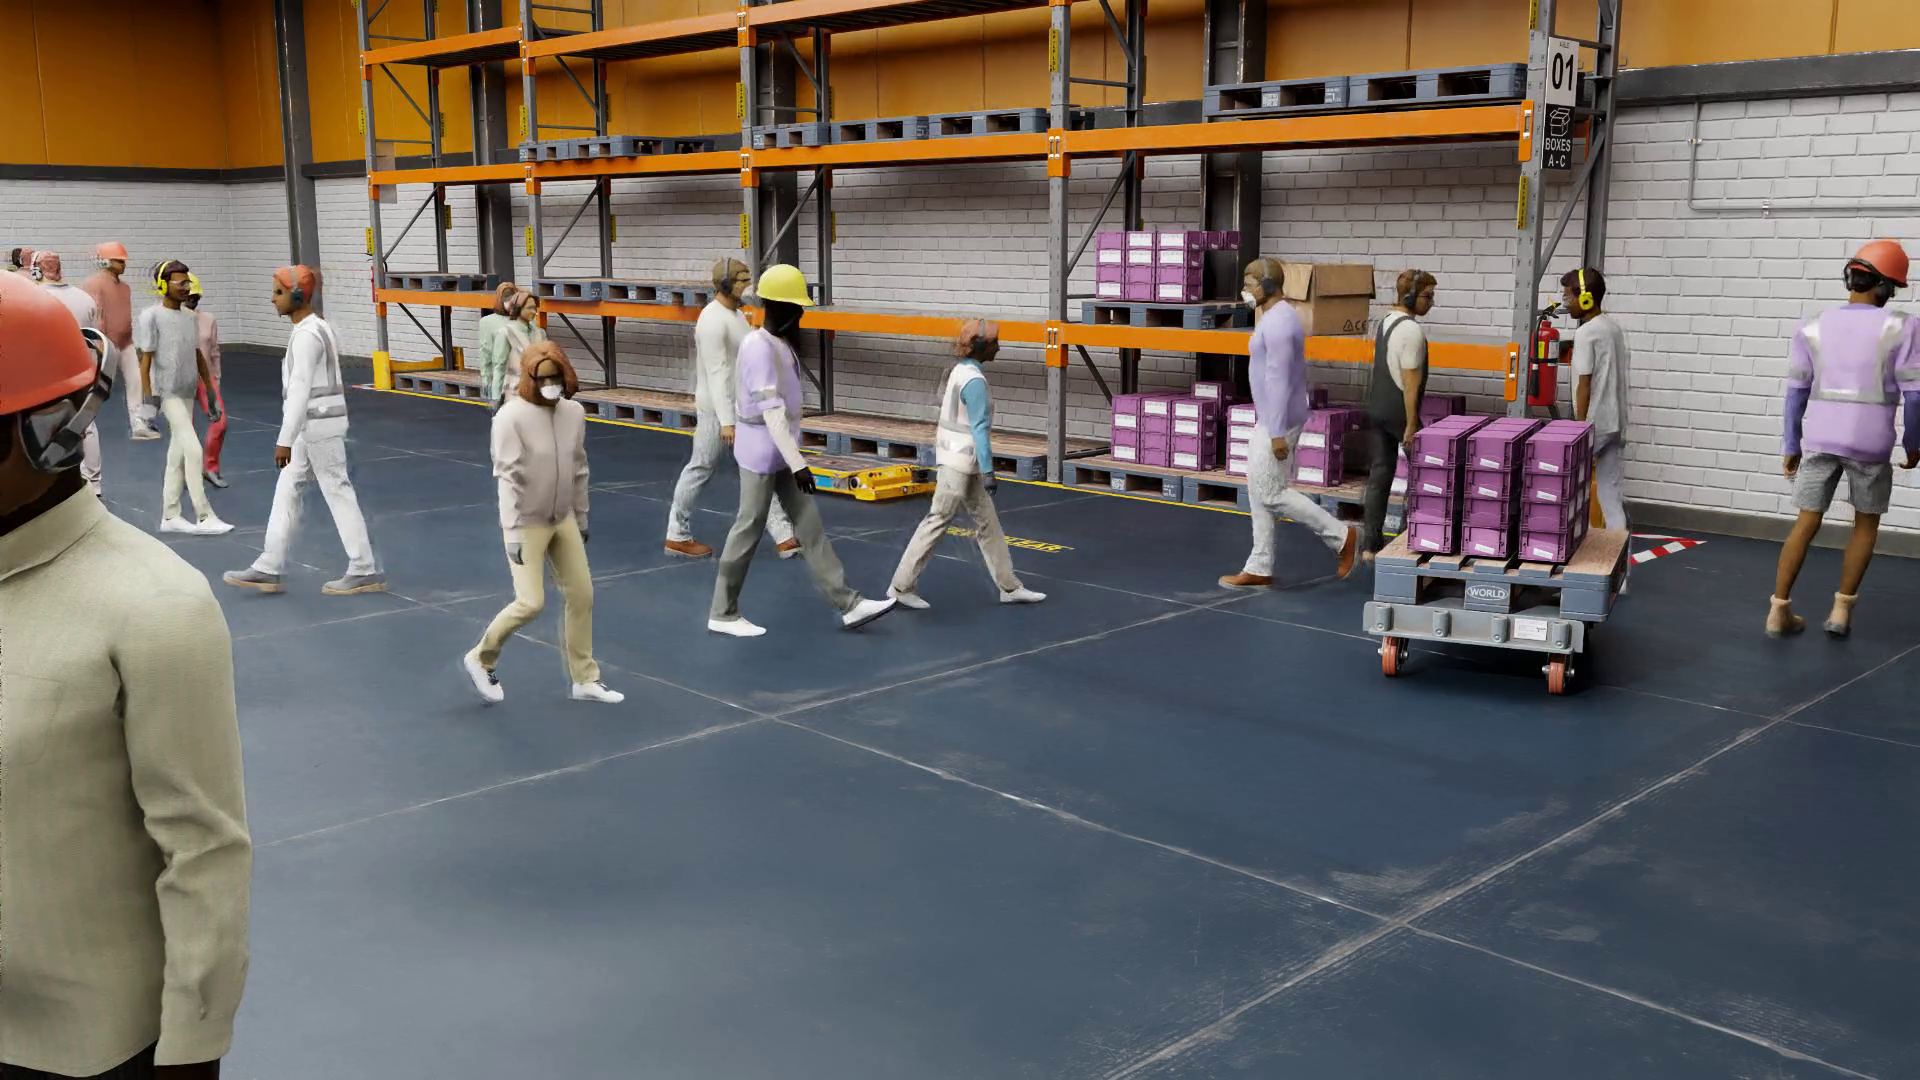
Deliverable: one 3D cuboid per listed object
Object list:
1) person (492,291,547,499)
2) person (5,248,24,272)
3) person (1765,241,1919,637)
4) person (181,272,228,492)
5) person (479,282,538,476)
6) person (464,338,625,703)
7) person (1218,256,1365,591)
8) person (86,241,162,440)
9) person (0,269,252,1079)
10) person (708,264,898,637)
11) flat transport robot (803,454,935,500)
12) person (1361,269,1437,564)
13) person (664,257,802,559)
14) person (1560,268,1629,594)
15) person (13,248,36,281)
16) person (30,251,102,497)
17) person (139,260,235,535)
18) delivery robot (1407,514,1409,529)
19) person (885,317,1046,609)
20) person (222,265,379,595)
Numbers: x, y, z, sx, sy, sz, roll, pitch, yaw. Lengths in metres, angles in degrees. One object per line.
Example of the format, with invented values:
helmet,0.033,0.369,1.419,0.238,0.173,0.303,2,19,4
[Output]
person,-3.190,-1.055,12.470,0.851,1.593,0.543,5,11,24
person,-13.978,-3.440,24.878,0.481,1.826,0.658,-2,11,-11
person,4.431,-0.471,8.271,0.574,1.990,0.651,-9,14,-41
person,-6.033,-1.233,13.105,0.428,1.740,0.521,8,13,37
person,-3.795,-1.358,14.059,0.507,1.631,0.265,-6,12,-29
person,-1.824,-0.065,7.083,0.559,1.598,0.550,6,12,31
person,1.887,-0.637,9.381,0.750,1.906,0.667,2,11,11
person,-8.422,-1.951,16.398,0.838,1.967,0.623,2,11,11
person,-1.217,0.629,2.264,0.609,1.986,0.392,6,12,29
person,-0.841,-0.416,8.270,0.972,1.864,0.595,2,11,11
flat transport robot,-0.938,-0.517,13.190,1.431,0.197,0.652,10,14,42
person,2.767,-0.730,10.158,0.635,1.815,0.509,-3,11,-16
person,-1.401,-0.796,10.307,1.045,1.883,0.648,2,11,11
person,3.594,-0.606,9.399,0.656,1.835,0.504,-10,14,-43
person,-11.647,-2.747,20.980,0.634,1.873,0.942,-1,10,-6
person,-6.865,-1.235,12.652,0.407,1.906,0.638,4,11,21
person,-5.157,-0.944,11.210,0.767,1.846,0.554,2,11,11
delivery robot,2.967,-0.053,9.632,0.707,0.478,0.477,-3,11,-16
person,0.003,-0.401,8.965,0.877,1.590,0.527,-1,10,-3
person,-3.727,-0.586,9.238,0.914,1.846,0.609,-4,11,-20
